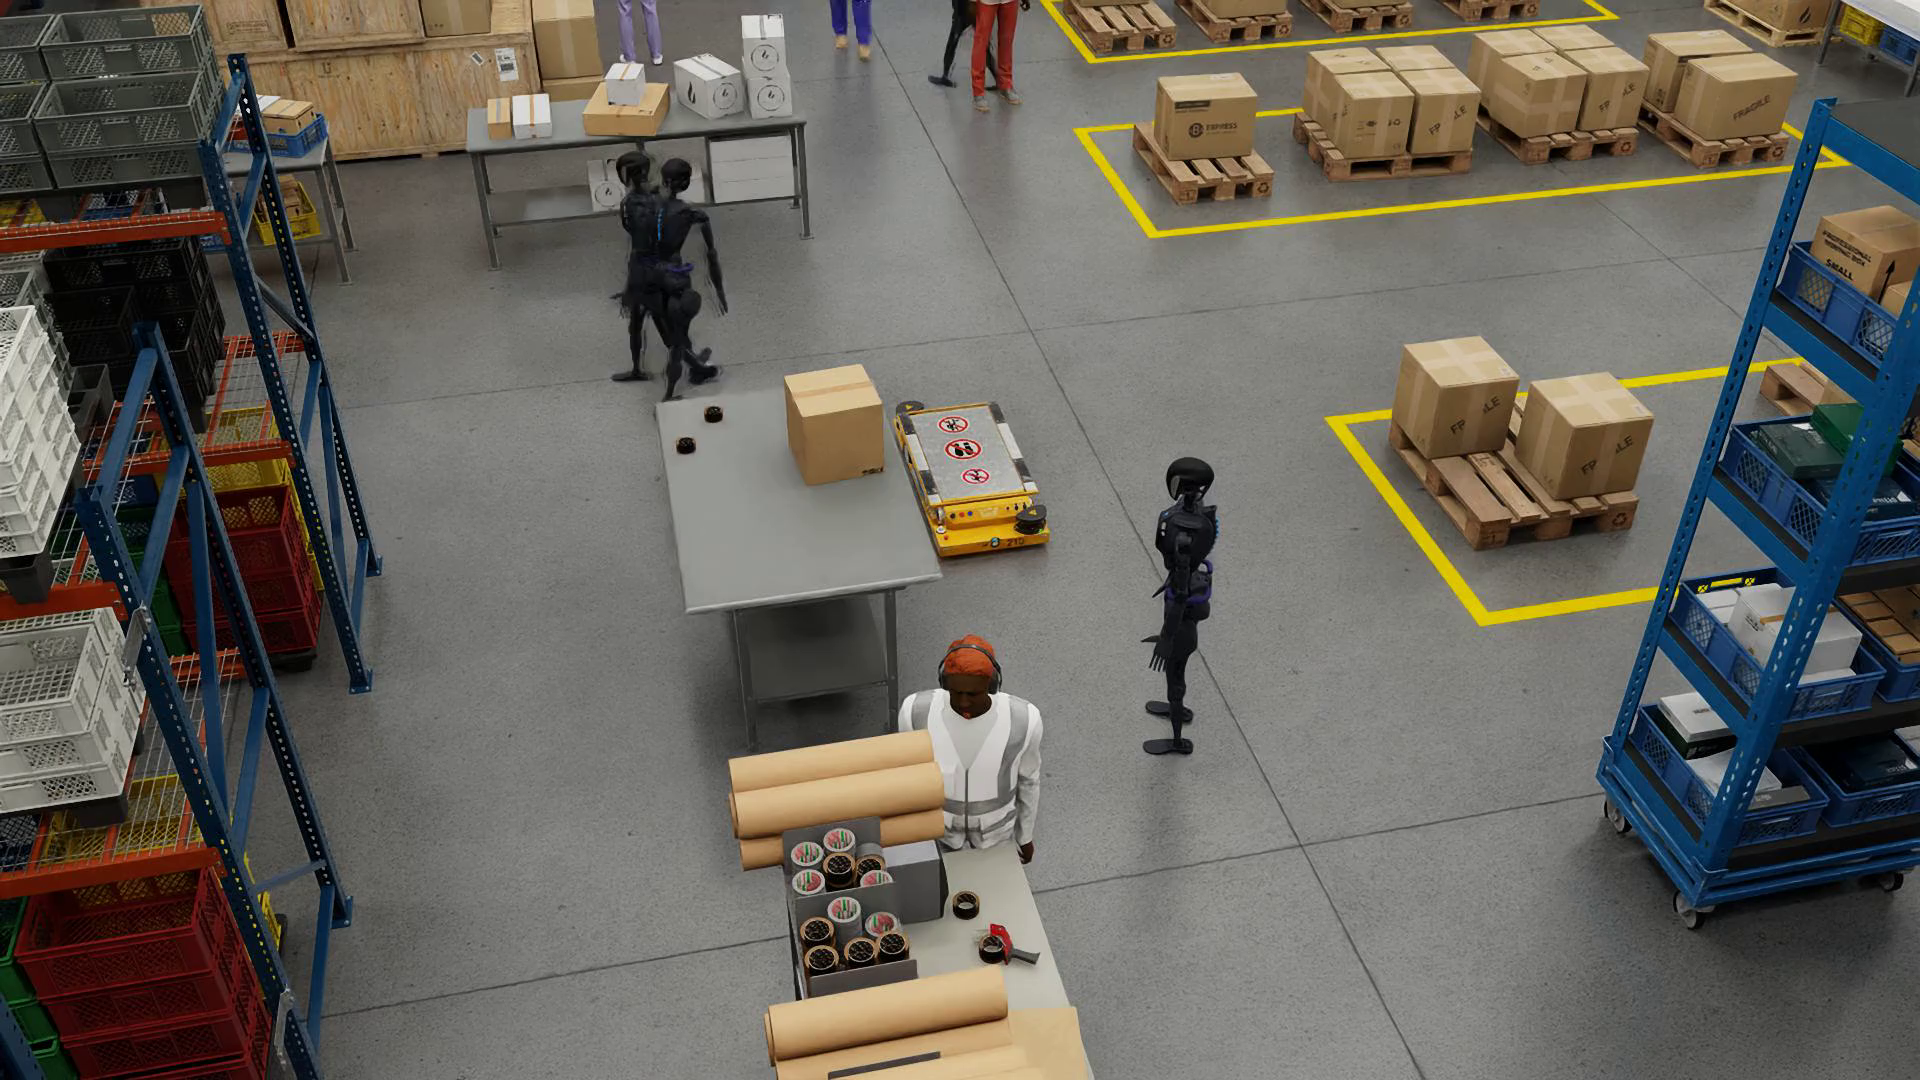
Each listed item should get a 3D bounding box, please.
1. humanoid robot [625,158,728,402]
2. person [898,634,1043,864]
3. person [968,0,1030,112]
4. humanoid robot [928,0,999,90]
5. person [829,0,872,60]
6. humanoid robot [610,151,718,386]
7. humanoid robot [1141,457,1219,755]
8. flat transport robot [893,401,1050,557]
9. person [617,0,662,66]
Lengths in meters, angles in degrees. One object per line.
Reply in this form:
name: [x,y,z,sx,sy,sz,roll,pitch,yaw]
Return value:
humanoid robot: [-1.818,-1.648,10.615,0.603,1.615,0.767,18,40,23]
person: [0.030,1.144,6.665,0.574,1.882,0.356,1,37,2]
person: [0.335,-4.753,14.504,0.608,1.986,0.387,-17,40,-21]
humanoid robot: [0.104,-4.826,14.902,0.765,1.619,0.597,19,41,24]
person: [-1.087,-5.516,15.485,0.711,2.000,0.870,-2,37,-3]
humanoid robot: [-1.965,-1.706,10.705,0.688,1.650,0.589,-10,38,-13]
humanoid robot: [1.037,0.311,7.944,0.313,1.657,0.608,5,37,7]
flat transport robot: [0.046,-0.430,10.108,0.652,0.197,1.431,-8,37,-10]
person: [-3.046,-5.345,15.361,0.588,1.920,0.401,-10,38,-13]
